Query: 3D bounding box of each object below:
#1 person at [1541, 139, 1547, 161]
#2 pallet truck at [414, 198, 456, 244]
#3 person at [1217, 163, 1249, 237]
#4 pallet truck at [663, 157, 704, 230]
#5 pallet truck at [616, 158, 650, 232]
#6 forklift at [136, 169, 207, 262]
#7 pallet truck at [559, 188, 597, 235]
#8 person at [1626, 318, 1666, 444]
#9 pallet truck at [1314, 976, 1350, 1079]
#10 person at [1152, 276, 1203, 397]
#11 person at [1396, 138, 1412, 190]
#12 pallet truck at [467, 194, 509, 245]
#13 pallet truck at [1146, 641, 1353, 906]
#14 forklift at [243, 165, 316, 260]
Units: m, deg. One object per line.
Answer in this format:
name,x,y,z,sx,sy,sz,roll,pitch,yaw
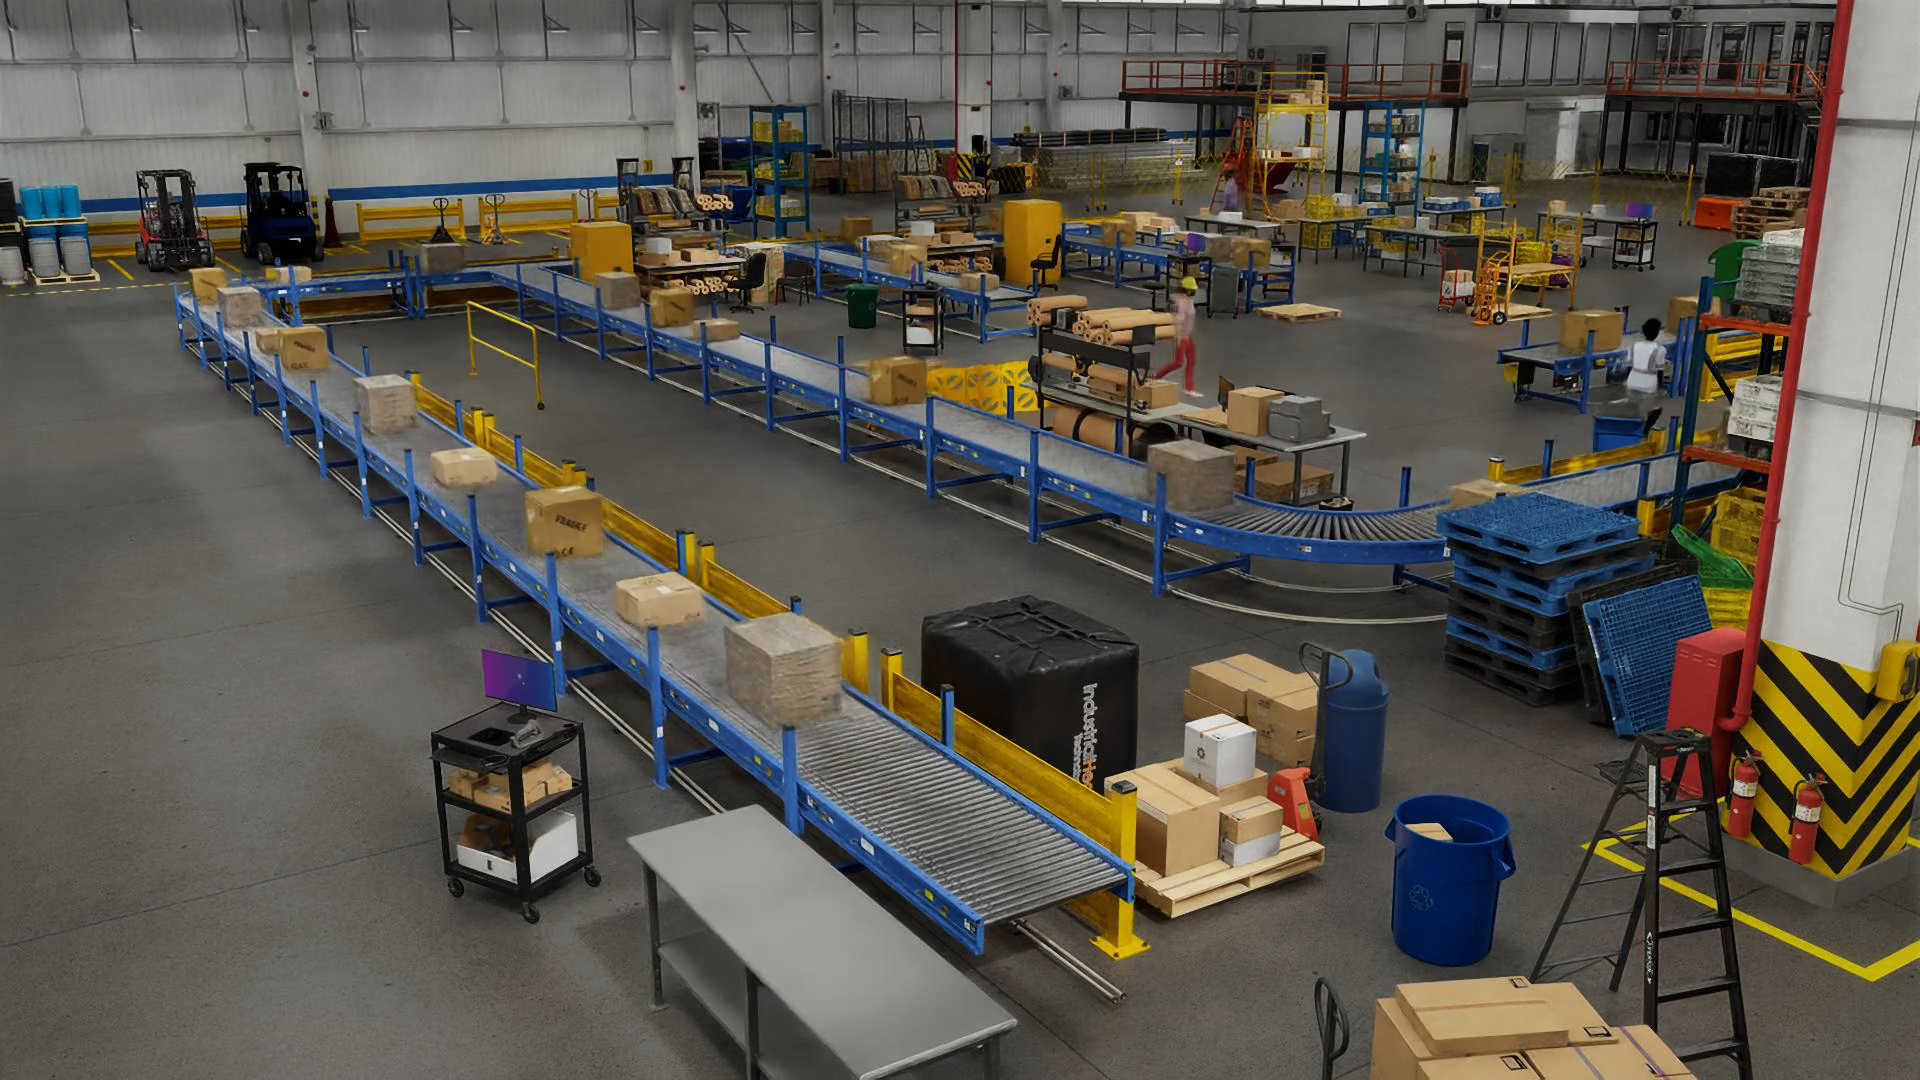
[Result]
person,24.262,-16.700,69.478,0.666,1.874,0.837,11,20,33
pallet truck,-13.250,-8.060,41.856,0.680,1.201,1.601,-10,20,-31
person,6.888,-8.541,42.188,1.101,1.983,0.630,2,17,5
pallet truck,-7.586,-9.308,44.692,0.823,1.965,1.885,-11,20,-33
pallet truck,-8.918,-9.176,44.255,0.823,1.965,1.885,-9,19,-27
forklift,-17.842,-7.318,37.559,1.157,1.987,2.680,-10,20,-31
pallet truck,-10.010,-8.652,43.699,0.653,1.274,1.630,-10,20,-31
person,8.481,-1.906,20.587,0.444,1.678,0.552,-10,20,-30
pallet truck,2.299,2.390,7.086,1.601,1.201,0.680,-2,17,-7
person,3.158,-2.923,23.886,0.667,1.750,0.530,8,19,26
person,15.036,-12.761,56.420,0.588,1.861,0.698,-10,19,-30
pallet truck,-11.983,-8.177,42.137,0.704,1.261,1.522,-11,20,-33
pallet truck,1.664,1.407,10.232,1.630,1.274,0.653,-10,20,-31
forklift,-15.898,-7.669,38.708,1.157,1.987,2.680,-11,20,-33
